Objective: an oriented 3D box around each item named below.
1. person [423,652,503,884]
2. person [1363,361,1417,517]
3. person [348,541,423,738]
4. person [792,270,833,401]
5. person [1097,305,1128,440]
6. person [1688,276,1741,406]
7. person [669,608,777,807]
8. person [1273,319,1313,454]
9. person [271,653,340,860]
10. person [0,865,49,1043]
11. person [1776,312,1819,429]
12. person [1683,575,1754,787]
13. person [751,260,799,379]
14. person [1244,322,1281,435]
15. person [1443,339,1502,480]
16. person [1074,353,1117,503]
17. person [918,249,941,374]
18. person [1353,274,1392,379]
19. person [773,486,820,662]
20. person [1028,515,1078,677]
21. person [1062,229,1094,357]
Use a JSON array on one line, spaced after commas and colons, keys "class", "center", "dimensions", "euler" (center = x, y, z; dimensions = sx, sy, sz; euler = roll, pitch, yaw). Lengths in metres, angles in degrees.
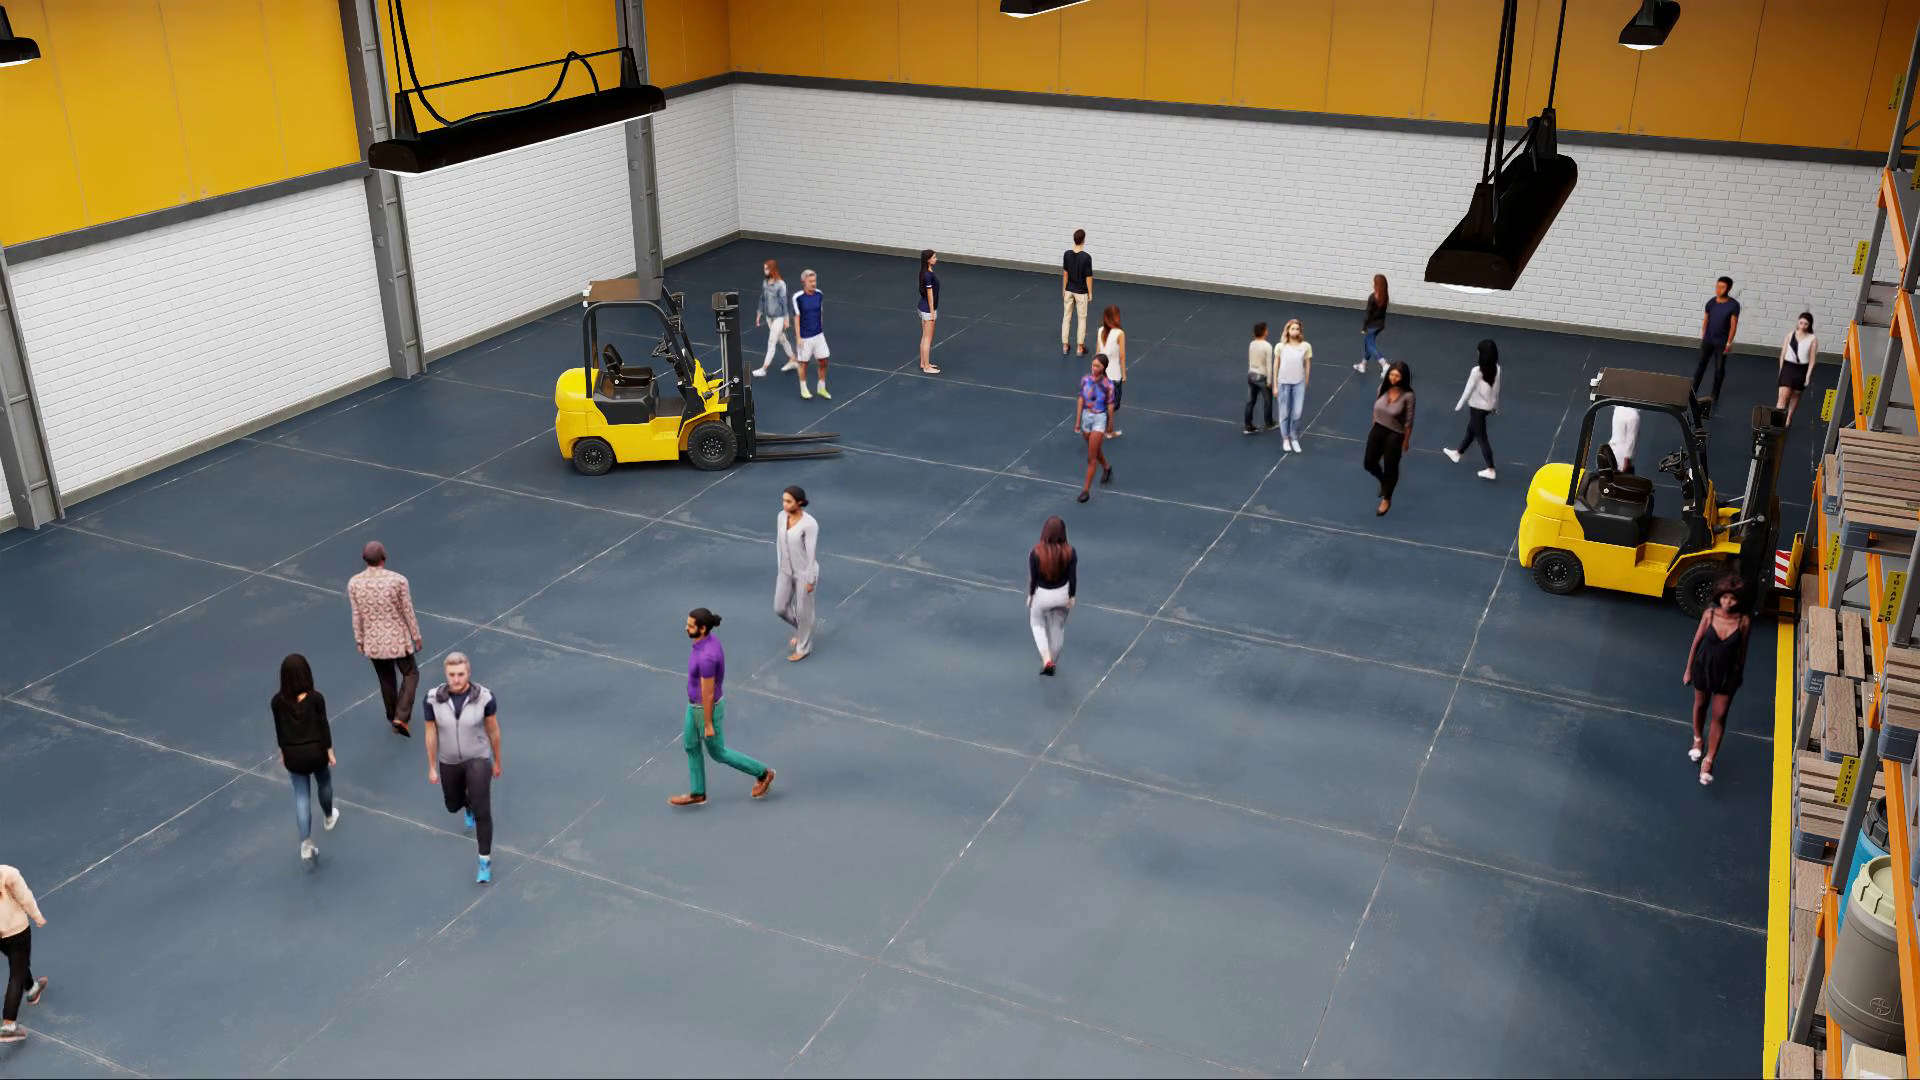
[{"class": "person", "center": [-3.701, 1.623, 12.463], "dimensions": [1.038, 1.808, 1.198], "euler": [-3, 24, -7]}, {"class": "person", "center": [4.911, -1.176, 18.841], "dimensions": [0.778, 1.828, 0.850], "euler": [21, 31, 39]}, {"class": "person", "center": [-4.882, 0.896, 14.149], "dimensions": [0.909, 1.789, 1.004], "euler": [-1, 24, -2]}, {"class": "person", "center": [-2.100, -2.796, 22.559], "dimensions": [0.811, 1.819, 0.867], "euler": [-15, 28, -30]}, {"class": "person", "center": [1.832, -2.050, 20.918], "dimensions": [1.015, 1.765, 0.825], "euler": [-20, 30, -38]}, {"class": "person", "center": [10.229, -2.672, 22.360], "dimensions": [1.146, 1.751, 0.923], "euler": [-21, 31, -39]}, {"class": "person", "center": [-1.897, 1.341, 13.196], "dimensions": [1.118, 1.737, 1.111], "euler": [-6, 24, -14]}, {"class": "person", "center": [4.096, -1.949, 20.753], "dimensions": [0.744, 1.711, 0.774], "euler": [0, 24, -1]}, {"class": "person", "center": [-4.980, 1.656, 12.621], "dimensions": [0.956, 1.620, 1.108], "euler": [-4, 24, -10]}, {"class": "person", "center": [-6.202, 2.561, 10.759], "dimensions": [0.823, 1.454, 1.046], "euler": [1, 24, 2]}, {"class": "person", "center": [10.689, -2.100, 21.249], "dimensions": [0.625, 1.592, 1.135], "euler": [13, 27, 28]}, {"class": "person", "center": [6.258, 1.082, 13.754], "dimensions": [0.616, 1.765, 0.907], "euler": [12, 26, 25]}, {"class": "person", "center": [-2.537, -3.126, 23.519], "dimensions": [1.198, 1.654, 0.911], "euler": [-21, 31, -39]}, {"class": "person", "center": [3.774, -2.055, 21.324], "dimensions": [0.874, 1.449, 0.730], "euler": [-19, 30, -37]}, {"class": "person", "center": [6.282, -1.522, 19.853], "dimensions": [1.117, 1.651, 1.004], "euler": [-17, 29, -34]}, {"class": "person", "center": [1.611, -1.350, 19.396], "dimensions": [0.691, 1.701, 1.206], "euler": [14, 27, 29]}, {"class": "person", "center": [-0.459, -3.275, 23.721], "dimensions": [0.727, 1.765, 0.635], "euler": [-4, 24, -10]}, {"class": "person", "center": [5.899, -3.010, 23.492], "dimensions": [0.940, 1.464, 0.854], "euler": [-19, 30, -37]}, {"class": "person", "center": [-1.462, 0.275, 15.648], "dimensions": [0.671, 1.726, 0.715], "euler": [15, 28, 31]}, {"class": "person", "center": [0.836, 0.554, 15.167], "dimensions": [0.768, 1.600, 0.841], "euler": [-2, 24, -5]}, {"class": "person", "center": [1.710, -3.637, 24.438], "dimensions": [0.637, 1.854, 0.550], "euler": [12, 27, 26]}]
